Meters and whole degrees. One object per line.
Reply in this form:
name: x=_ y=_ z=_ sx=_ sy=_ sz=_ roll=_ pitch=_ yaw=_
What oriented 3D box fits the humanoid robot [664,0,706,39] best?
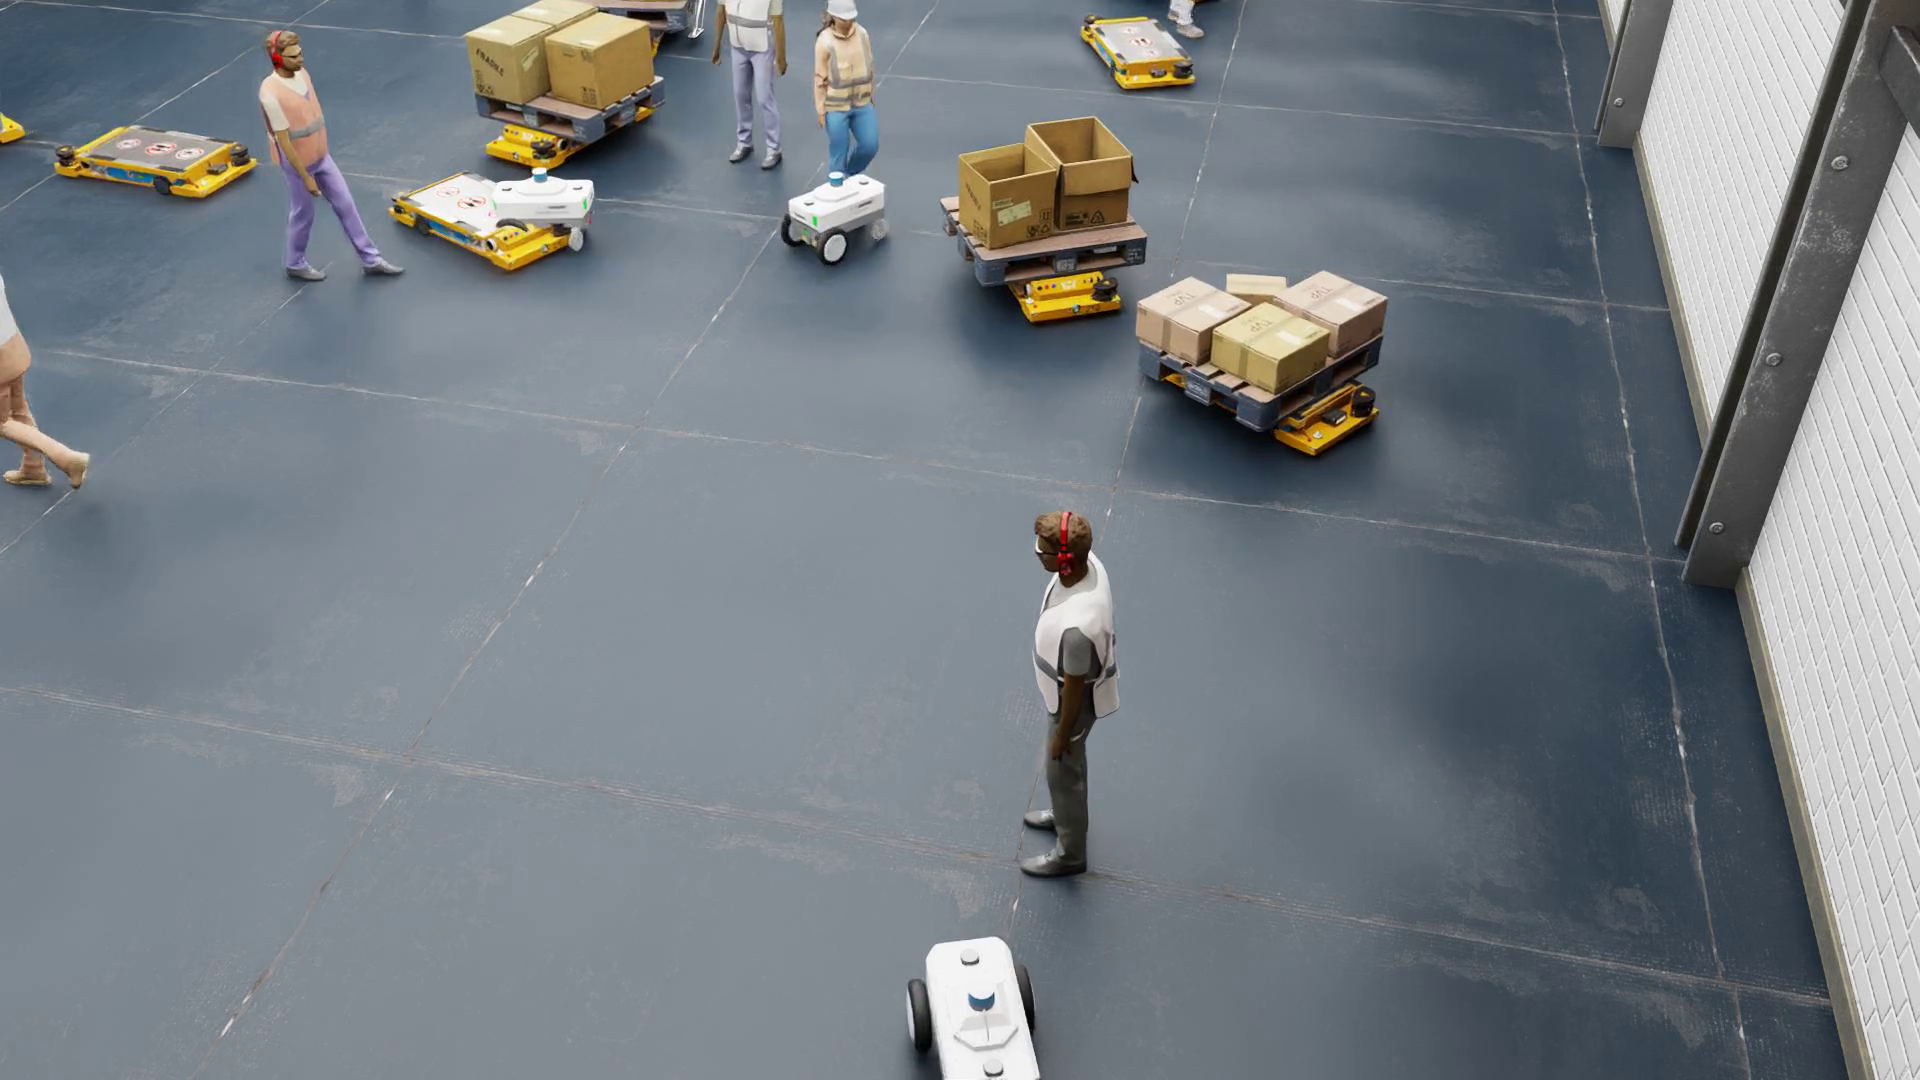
humanoid robot: x=-2.523 y=-5.471 z=15.202 sx=0.533 sy=1.677 sz=0.735 roll=17 pitch=40 yaw=21

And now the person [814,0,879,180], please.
person: x=-0.842 y=-3.226 z=12.324 sx=0.512 sy=1.712 sz=0.424 roll=-19 pitch=41 yaw=-24

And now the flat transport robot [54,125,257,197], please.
flat transport robot: x=-6.427 y=-3.030 z=13.274 sx=1.431 sy=0.231 sz=0.659 roll=12 pitch=38 yaw=15

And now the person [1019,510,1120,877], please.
person: x=0.473 y=0.653 z=7.044 sx=0.404 sy=1.830 sz=0.569 roll=2 pitch=37 yaw=2

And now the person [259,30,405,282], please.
person: x=-4.445 y=-2.598 z=11.410 sx=0.823 sy=1.807 sz=0.587 roll=6 pitch=37 yaw=8

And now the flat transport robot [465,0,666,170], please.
flat transport robot: x=-3.230 y=-3.485 z=13.882 sx=0.659 sy=0.231 sz=1.431 roll=19 pitch=41 yaw=23

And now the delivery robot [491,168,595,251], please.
delivery robot: x=-3.088 y=-2.434 z=12.248 sx=0.779 sy=0.608 sz=0.507 roll=-1 pitch=37 yaw=-2

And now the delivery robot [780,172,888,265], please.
delivery robot: x=-0.909 y=-2.399 z=12.177 sx=0.753 sy=0.579 sz=0.499 roll=-29 pitch=46 yaw=-33

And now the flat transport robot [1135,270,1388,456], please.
flat transport robot: x=1.883 y=-1.004 z=10.563 sx=0.659 sy=0.231 sz=1.431 roll=-29 pitch=46 yaw=-33

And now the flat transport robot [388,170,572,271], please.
flat transport robot: x=-3.575 y=-2.407 z=12.439 sx=1.431 sy=0.231 sz=0.659 roll=25 pitch=44 yaw=30

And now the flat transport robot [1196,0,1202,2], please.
flat transport robot: x=2.135 y=-5.828 z=17.018 sx=0.659 sy=0.231 sz=1.431 roll=-21 pitch=41 yaw=-25

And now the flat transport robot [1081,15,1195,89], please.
flat transport robot: x=1.616 y=-4.483 z=15.218 sx=0.659 sy=0.231 sz=1.431 roll=-7 pitch=37 yaw=-10

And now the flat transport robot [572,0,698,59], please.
flat transport robot: x=-3.115 y=-4.901 z=15.777 sx=0.659 sy=0.231 sz=1.431 roll=1 pitch=37 yaw=1

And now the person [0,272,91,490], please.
person: x=-5.354 y=-0.997 z=9.339 sx=0.593 sy=1.722 sz=0.478 roll=5 pitch=37 yaw=6

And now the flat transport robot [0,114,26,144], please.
flat transport robot: x=-8.499 y=-3.240 z=13.554 sx=0.659 sy=0.231 sz=1.431 roll=27 pitch=45 yaw=31

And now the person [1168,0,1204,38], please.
person: x=2.218 y=-5.678 z=15.493 sx=0.554 sy=1.854 sz=0.600 roll=26 pitch=44 yaw=31

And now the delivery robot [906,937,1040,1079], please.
delivery robot: x=0.073 y=1.900 z=6.425 sx=0.506 sy=0.580 sz=0.752 roll=-6 pitch=37 yaw=-8

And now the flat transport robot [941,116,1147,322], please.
flat transport robot: x=0.593 y=-2.007 z=11.905 sx=0.659 sy=0.231 sz=1.431 roll=-10 pitch=38 yaw=-14

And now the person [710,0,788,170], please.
person: x=-1.638 y=-3.855 z=13.073 sx=0.608 sy=1.832 sz=0.417 roll=17 pitch=40 yaw=22
